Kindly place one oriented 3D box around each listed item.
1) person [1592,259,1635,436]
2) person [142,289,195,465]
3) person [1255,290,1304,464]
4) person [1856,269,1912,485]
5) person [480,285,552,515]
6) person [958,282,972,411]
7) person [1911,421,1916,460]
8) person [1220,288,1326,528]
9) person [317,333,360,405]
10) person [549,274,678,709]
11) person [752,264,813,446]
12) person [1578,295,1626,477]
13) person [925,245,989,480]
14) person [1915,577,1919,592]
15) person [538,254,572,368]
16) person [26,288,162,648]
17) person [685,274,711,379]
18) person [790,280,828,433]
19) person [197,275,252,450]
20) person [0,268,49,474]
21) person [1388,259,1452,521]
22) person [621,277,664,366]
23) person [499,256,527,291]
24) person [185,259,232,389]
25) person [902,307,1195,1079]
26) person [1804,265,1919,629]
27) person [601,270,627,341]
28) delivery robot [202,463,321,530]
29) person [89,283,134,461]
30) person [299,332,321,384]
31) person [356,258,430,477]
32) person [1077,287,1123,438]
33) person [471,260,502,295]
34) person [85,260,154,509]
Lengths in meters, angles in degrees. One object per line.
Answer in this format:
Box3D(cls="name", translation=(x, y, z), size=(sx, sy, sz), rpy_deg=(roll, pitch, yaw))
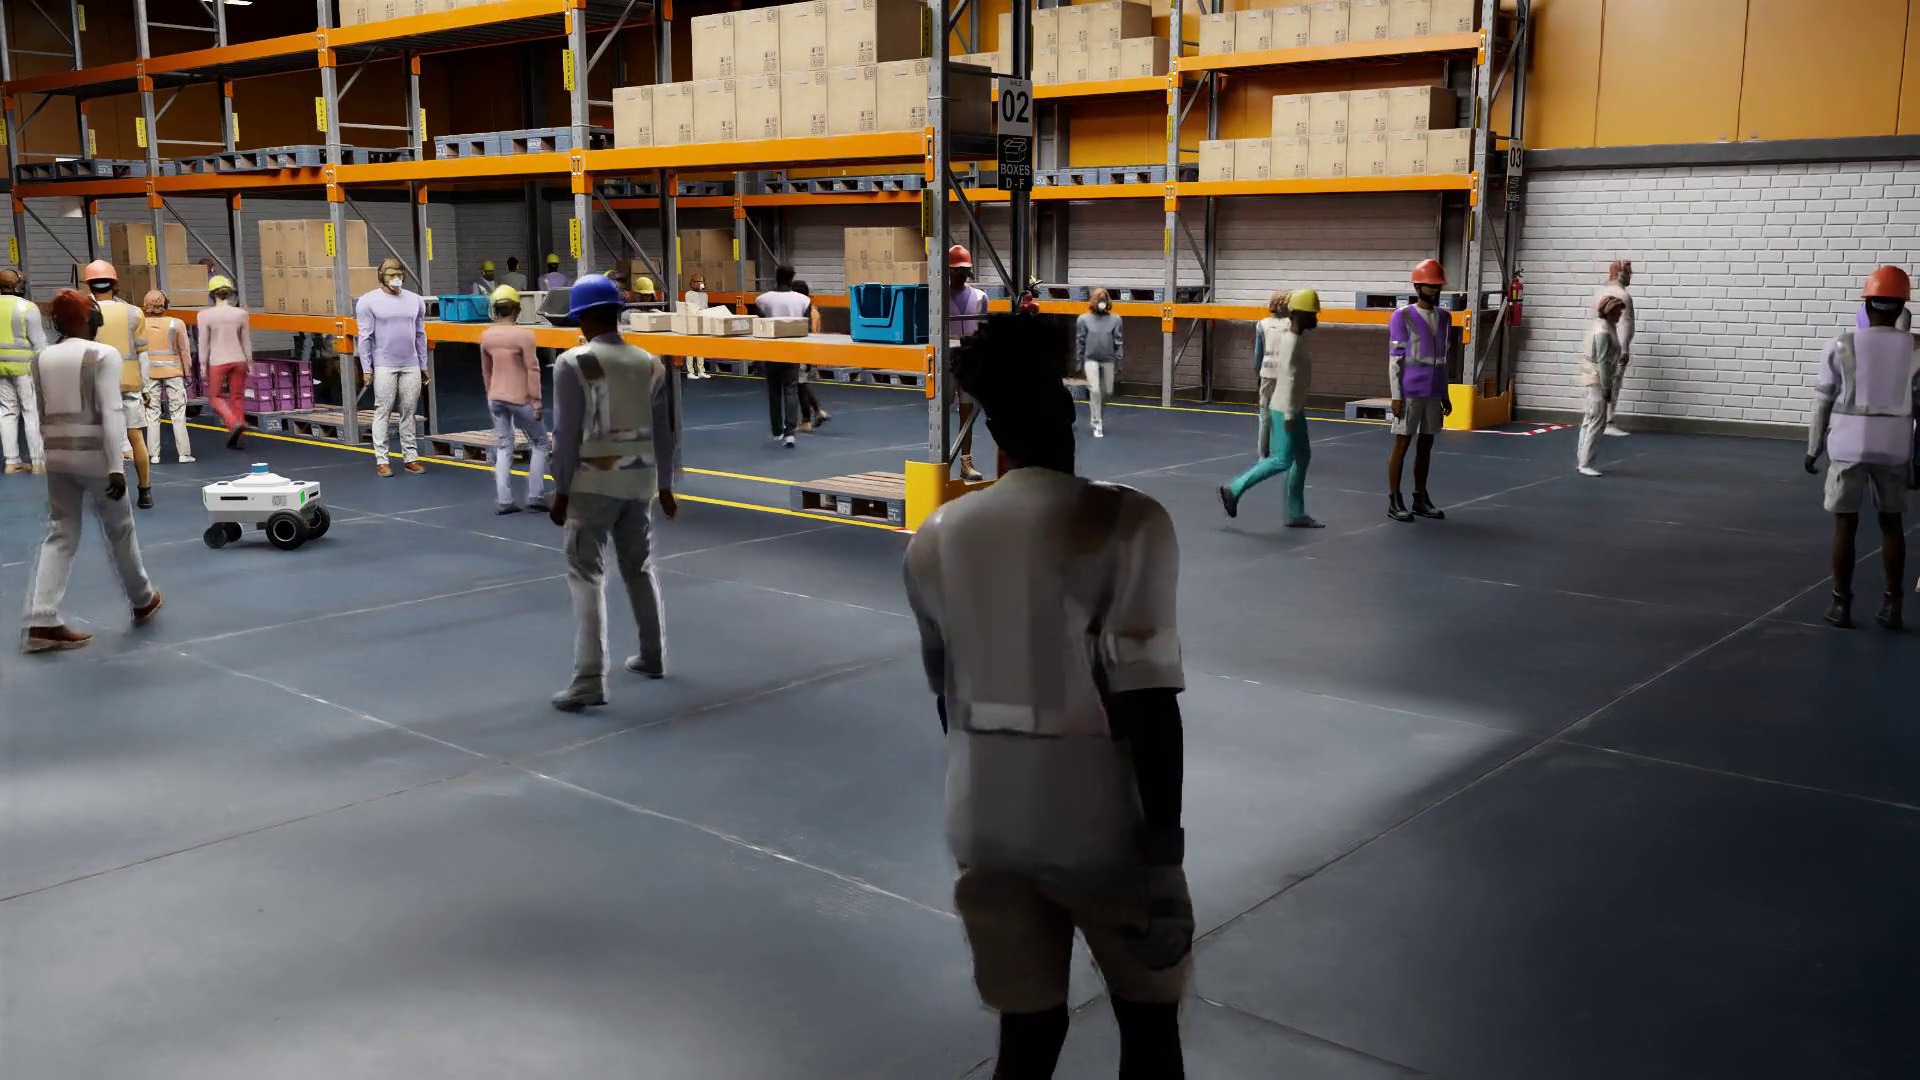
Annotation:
Box3D(cls="person", translation=(7.082, -2.078, 17.995), size=(0.403, 1.906, 0.651), rpy_deg=(-1, 10, -4))
Box3D(cls="person", translation=(-7.455, -1.516, 15.553), size=(0.514, 1.641, 0.308), rpy_deg=(-3, 10, -15))
Box3D(cls="person", translation=(2.969, -1.498, 15.463), size=(0.513, 1.637, 0.309), rpy_deg=(9, 13, 41))
Box3D(cls="person", translation=(7.863, -1.387, 14.221), size=(0.385, 1.849, 0.569), rpy_deg=(-2, 10, -12))
Box3D(cls="person", translation=(-3.351, -1.066, 12.692), size=(0.554, 1.740, 0.523), rpy_deg=(4, 11, 24))
Box3D(cls="person", translation=(-0.134, -2.504, 20.446), size=(0.646, 1.900, 0.398), rpy_deg=(-3, 10, -18))
Box3D(cls="person", translation=(9.278, -1.710, 15.647), size=(0.387, 1.992, 0.626), rpy_deg=(0, 10, 2))
Box3D(cls="person", translation=(2.280, -0.941, 11.982), size=(0.691, 1.742, 0.541), rpy_deg=(3, 10, 17))
Box3D(cls="person", translation=(-8.101, -2.710, 21.652), size=(0.579, 1.880, 0.978), rpy_deg=(-9, 13, -41))
Box3D(cls="person", translation=(-1.587, -0.227, 7.501), size=(0.568, 1.904, 0.807), rpy_deg=(7, 12, 35))
Box3D(cls="person", translation=(-1.833, -1.905, 17.165), size=(0.637, 1.864, 1.032), rpy_deg=(-1, 10, -4))
Box3D(cls="person", translation=(5.736, -1.386, 14.894), size=(0.337, 1.611, 0.670), rpy_deg=(3, 11, 19))
Box3D(cls="person", translation=(-0.022, -1.525, 14.455), size=(0.608, 2.044, 0.370), rpy_deg=(-4, 11, -22))
Box3D(cls="person", translation=(5.758, -0.491, 9.555), size=(0.318, 1.697, 0.535), rpy_deg=(0, 10, 2))
Box3D(cls="person", translation=(-6.859, -3.877, 28.184), size=(0.594, 1.922, 0.386), rpy_deg=(-6, 12, -31))
Box3D(cls="person", translation=(-4.514, -0.383, 8.613), size=(0.638, 1.813, 0.975), rpy_deg=(2, 10, 12))
Box3D(cls="person", translation=(-4.082, -3.318, 25.858), size=(0.276, 1.629, 0.497), rpy_deg=(7, 12, 34))
Box3D(cls="person", translation=(-1.747, -2.005, 18.229), size=(0.381, 1.679, 0.532), rpy_deg=(5, 11, 25))
Box3D(cls="person", translation=(-7.299, -1.755, 16.583), size=(0.452, 1.753, 0.539), rpy_deg=(9, 13, 40))
Box3D(cls="person", translation=(-8.429, -1.507, 14.930), size=(0.633, 1.841, 0.429), rpy_deg=(2, 10, 13))
Box3D(cls="person", translation=(3.440, -1.108, 12.381), size=(0.543, 1.939, 0.360), rpy_deg=(-5, 11, -25))
Box3D(cls="person", translation=(-3.064, -1.680, 16.198), size=(0.492, 1.740, 0.325), rpy_deg=(-7, 12, -35))
Box3D(cls="person", translation=(-8.066, -4.185, 30.100), size=(0.528, 1.869, 0.313), rpy_deg=(-4, 11, -20))
Box3D(cls="person", translation=(-10.688, -3.051, 23.634), size=(0.680, 1.859, 0.855), rpy_deg=(-5, 11, -26))
Box3D(cls="person", translation=(0.211, 0.530, 3.123), size=(0.694, 1.910, 0.699), rpy_deg=(7, 12, 34))
Box3D(cls="person", translation=(4.804, -0.476, 8.807), size=(0.563, 1.932, 0.422), rpy_deg=(3, 11, 19))
Box3D(cls="person", translation=(-2.568, -1.056, 12.305), size=(0.336, 1.864, 0.521), rpy_deg=(0, 10, -1))
Box3D(cls="delivery robot", translation=(-4.757, -0.279, 11.333), size=(0.707, 0.478, 0.477), rpy_deg=(0, 10, -1))
Box3D(cls="person", translation=(-7.973, -1.629, 15.613), size=(0.429, 1.846, 0.633), rpy_deg=(3, 10, 15))
Box3D(cls="person", translation=(-9.724, -3.133, 24.770), size=(0.278, 1.636, 0.505), rpy_deg=(-3, 10, -14))
Box3D(cls="person", translation=(-5.027, -1.534, 14.808), size=(0.635, 1.936, 0.354), rpy_deg=(-9, 13, -42))
Box3D(cls="person", translation=(1.496, -1.927, 17.996), size=(0.495, 1.615, 0.629), rpy_deg=(-1, 10, -6))
Box3D(cls="person", translation=(-8.068, -3.918, 28.769), size=(0.739, 1.806, 0.598), rpy_deg=(7, 12, 35))
Box3D(cls="person", translation=(-6.531, -1.179, 12.815), size=(0.542, 1.928, 0.374), rpy_deg=(-8, 13, -38))
